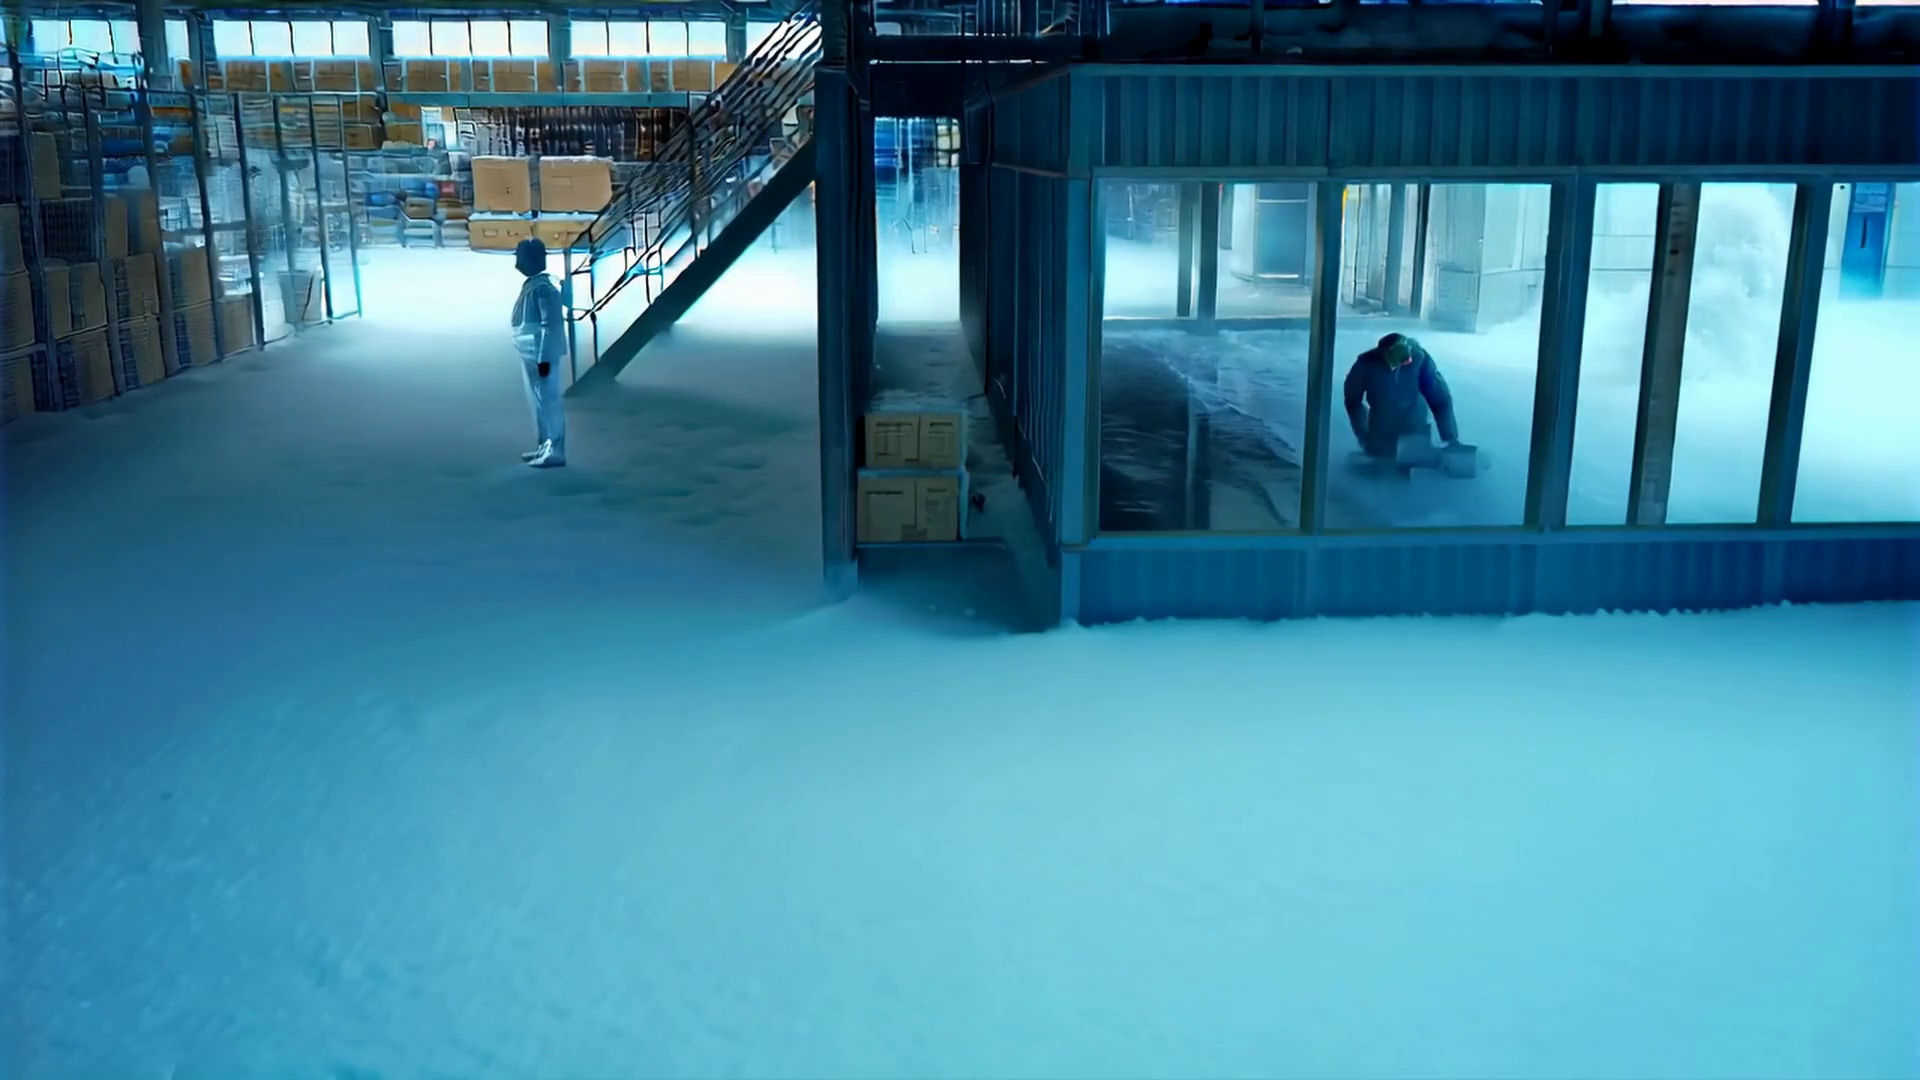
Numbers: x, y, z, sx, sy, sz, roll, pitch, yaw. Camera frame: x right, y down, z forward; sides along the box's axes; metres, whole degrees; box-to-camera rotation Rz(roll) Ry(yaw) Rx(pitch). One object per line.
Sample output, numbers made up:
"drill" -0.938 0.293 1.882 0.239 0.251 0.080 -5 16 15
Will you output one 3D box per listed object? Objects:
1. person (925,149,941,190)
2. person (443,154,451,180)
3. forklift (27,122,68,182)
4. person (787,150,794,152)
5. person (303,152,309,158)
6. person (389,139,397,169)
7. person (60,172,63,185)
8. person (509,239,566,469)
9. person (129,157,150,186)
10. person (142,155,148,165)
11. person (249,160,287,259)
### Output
"person" -1.200 -15.688 70.231 0.869 1.792 0.593 10 17 34
"person" -17.128 -12.012 55.605 0.318 1.766 0.533 -2 14 -9
"forklift" -35.376 -14.773 64.377 1.129 2.768 1.873 -1 14 -2
"person" -7.516 -16.737 74.201 0.408 1.906 0.653 3 14 12
"person" -25.220 -14.132 64.218 0.542 1.684 0.562 4 15 16
"person" -27.956 -18.774 82.166 0.624 1.992 0.390 13 19 41
"person" -17.719 -6.374 32.892 0.328 1.861 0.500 -13 19 -42
"person" -3.410 -1.504 13.450 0.429 1.841 0.633 -6 15 -22
"person" -24.160 -10.406 49.162 0.606 1.781 0.947 -1 14 -6
"person" -35.089 -16.101 71.670 0.640 1.904 0.911 2 14 9
"person" -14.284 -6.788 34.207 0.835 2.012 0.636 -9 17 -32
